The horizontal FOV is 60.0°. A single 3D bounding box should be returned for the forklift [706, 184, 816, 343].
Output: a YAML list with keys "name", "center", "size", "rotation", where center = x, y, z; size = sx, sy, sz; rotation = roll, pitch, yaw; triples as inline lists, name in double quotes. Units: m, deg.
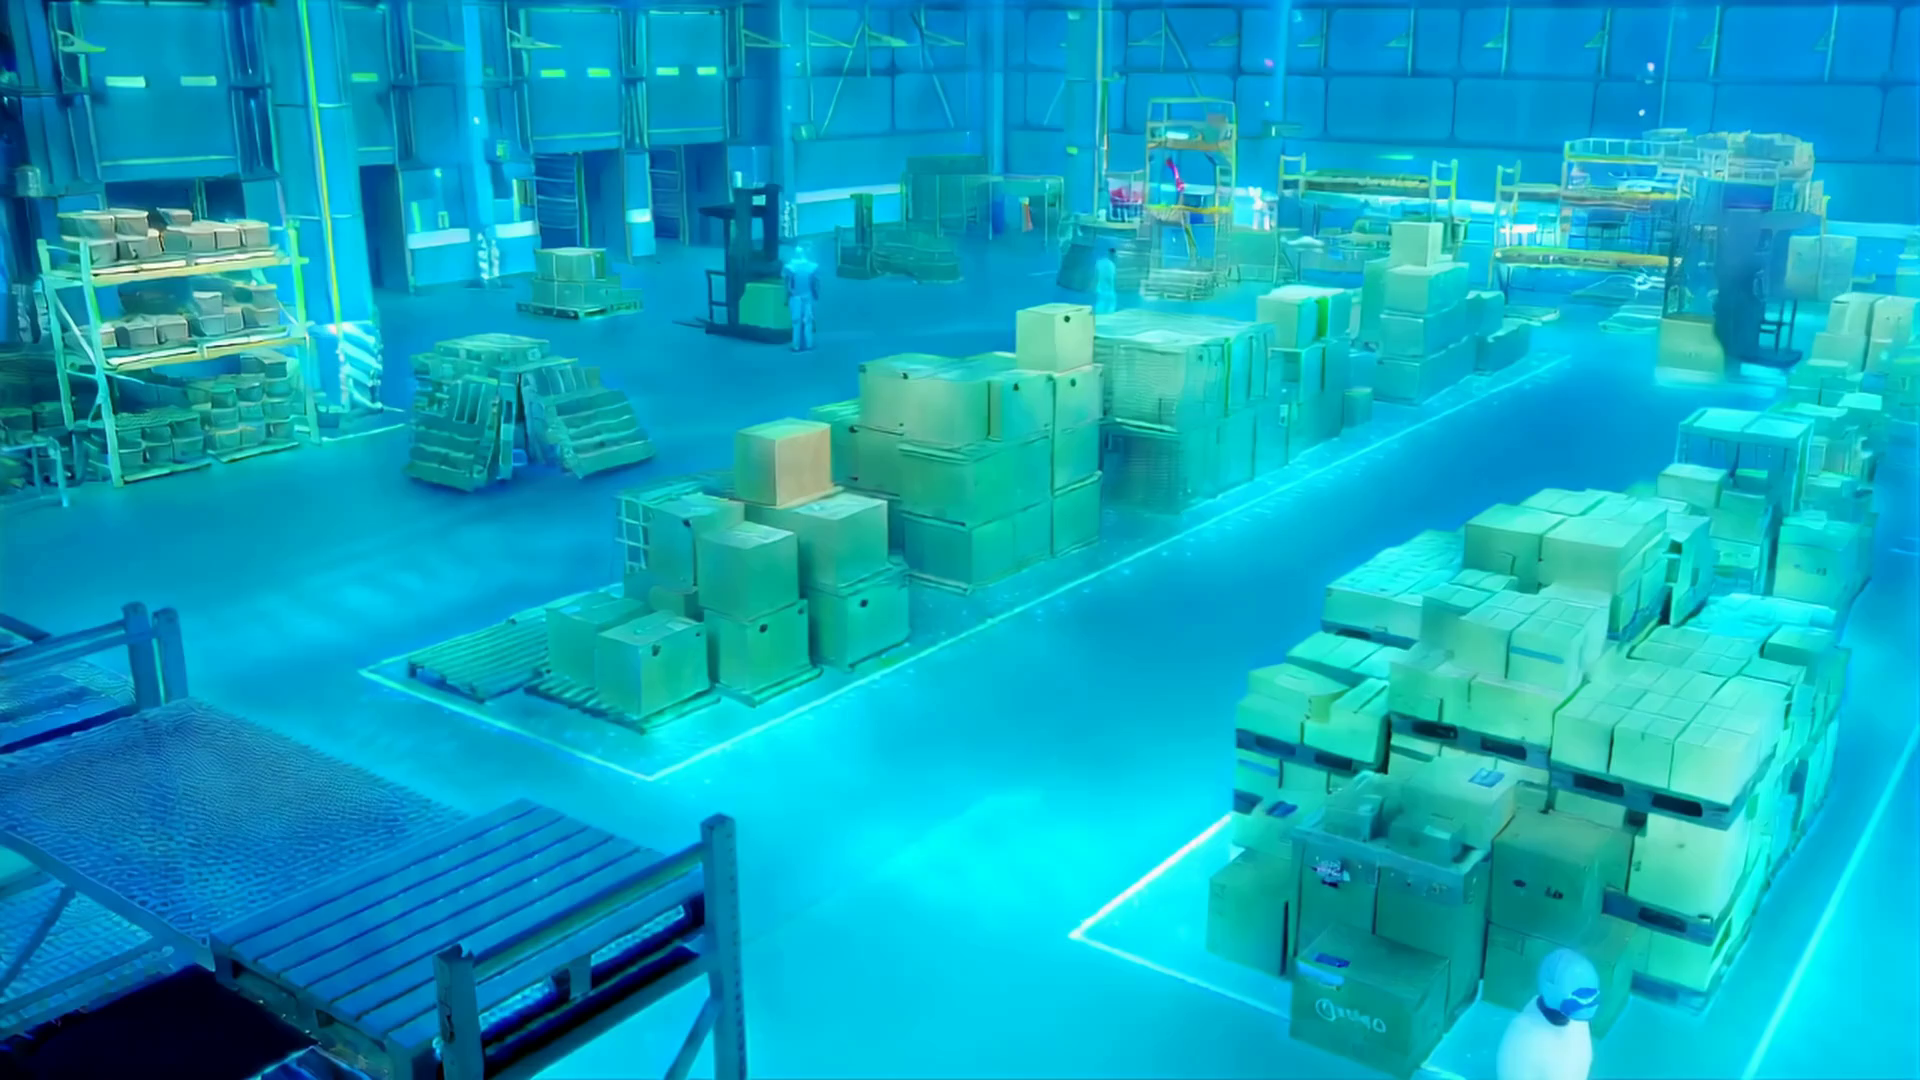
- name: "forklift"
  center: [-3.717, -5.181, 30.929]
  size: [1.873, 2.768, 1.129]
  rotation: [12, 21, 35]

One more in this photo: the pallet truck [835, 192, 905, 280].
- name: "pallet truck"
  center: [-1.936, -7.159, 38.982]
  size: [1.885, 1.965, 0.823]
  rotation: [-12, 21, -34]

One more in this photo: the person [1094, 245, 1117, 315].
- name: "person"
  center: [2.730, -4.780, 31.651]
  size: [0.708, 1.675, 0.539]
  rotation: [-10, 20, -31]

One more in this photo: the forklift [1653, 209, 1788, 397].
- name: "forklift"
  center: [12.271, -3.827, 26.446]
  size: [1.873, 2.768, 1.129]
  rotation: [12, 21, 35]

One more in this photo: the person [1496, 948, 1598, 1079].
- name: "person"
  center: [2.405, 2.559, 6.909]
  size: [0.373, 1.937, 0.630]
  rotation: [13, 21, 36]

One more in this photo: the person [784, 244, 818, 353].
- name: "person"
  center: [-2.826, -4.309, 29.677]
  size: [0.636, 1.928, 0.380]
  rotation: [-8, 19, -25]
